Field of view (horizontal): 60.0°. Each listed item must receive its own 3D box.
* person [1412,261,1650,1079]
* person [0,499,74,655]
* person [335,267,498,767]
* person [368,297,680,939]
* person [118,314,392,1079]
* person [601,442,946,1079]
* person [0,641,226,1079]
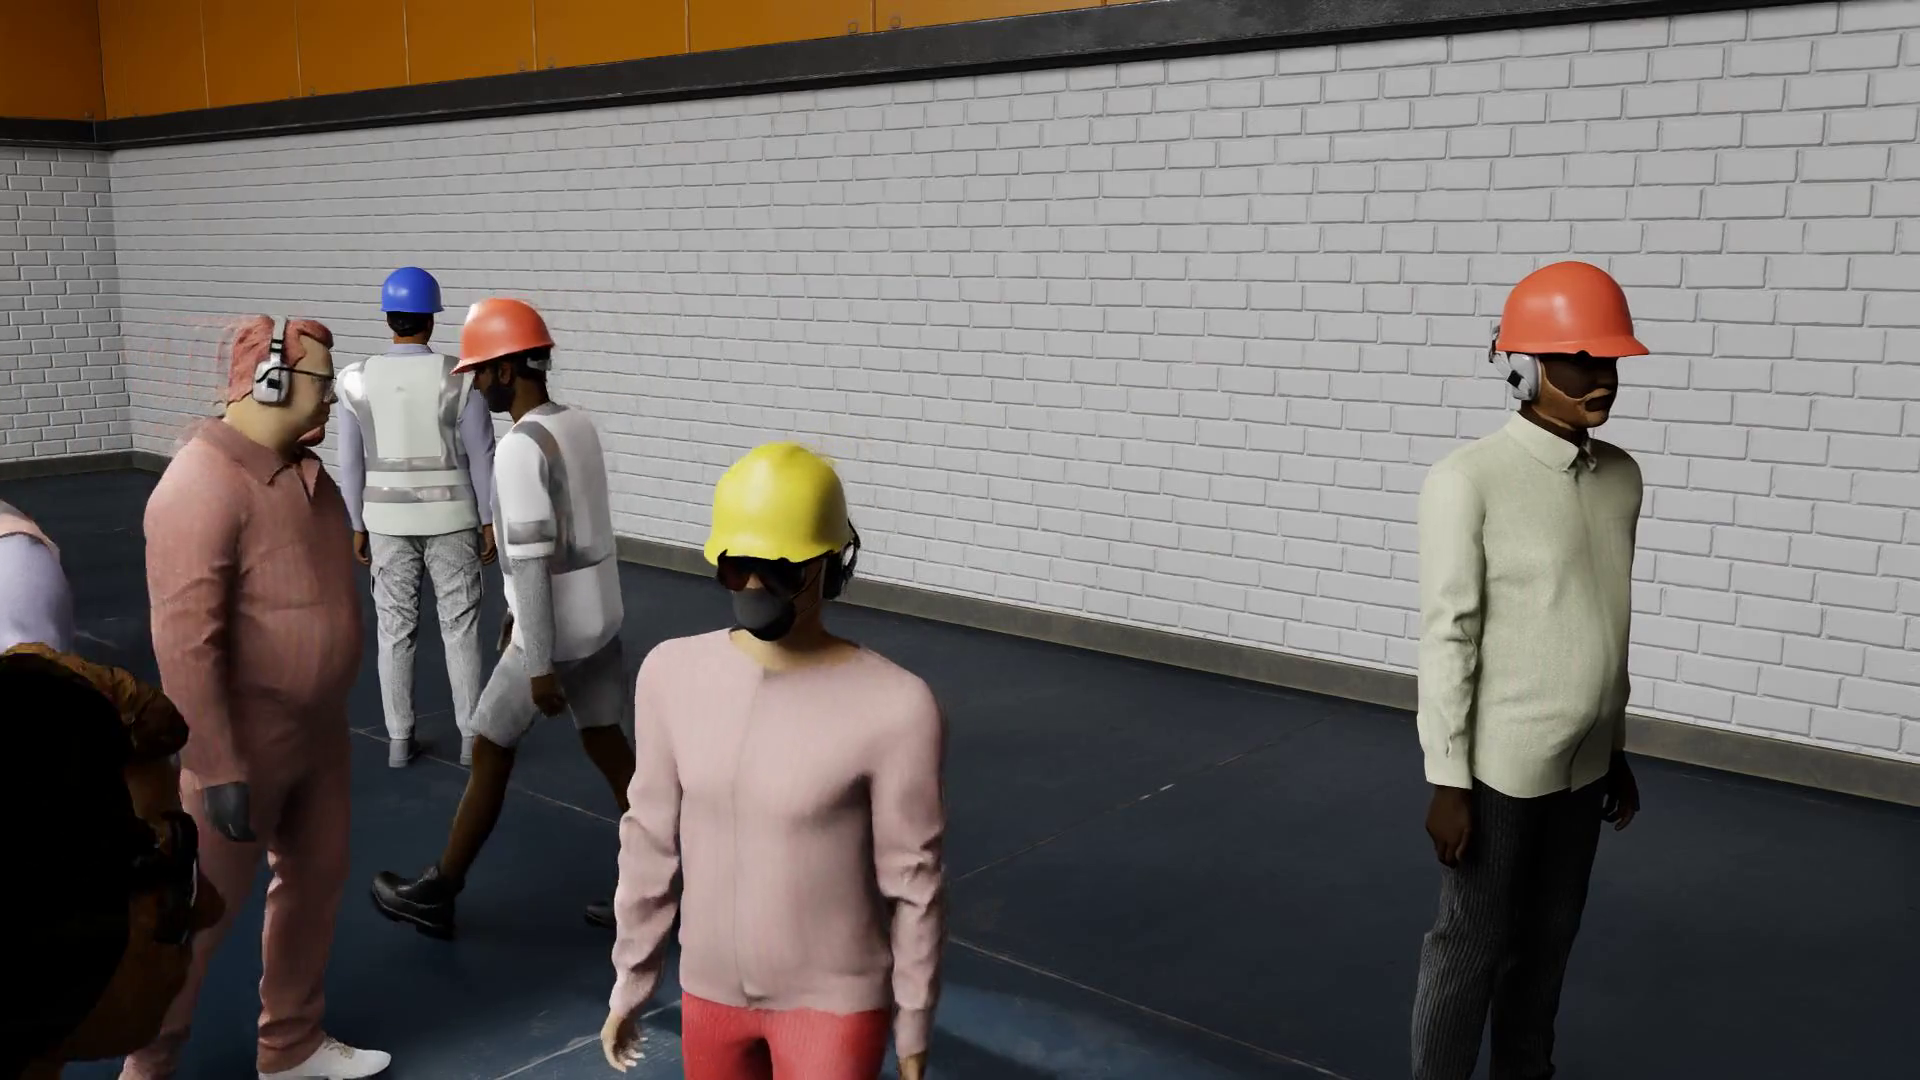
[{"bbox_3d":[1.175,0.440,3.408,0.613,1.994,0.382,-7,12,-34],"label":"person"},{"bbox_3d":[-1.991,0.581,3.099,0.633,1.821,0.580,4,11,22],"label":"person"},{"bbox_3d":[-2.089,-0.077,6.482,0.602,1.949,0.391,-1,10,-3],"label":"person"},{"bbox_3d":[-1.269,0.245,4.843,0.922,1.875,0.558,2,10,14],"label":"person"},{"bbox_3d":[-1.684,0.430,3.831,0.619,1.877,0.702,1,10,7],"label":"person"},{"bbox_3d":[-0.254,0.691,2.688,0.529,1.740,0.782,4,11,23],"label":"person"},{"bbox_3d":[-0.675,0.950,1.106,1.022,1.795,0.525,-6,12,-32],"label":"person"}]
